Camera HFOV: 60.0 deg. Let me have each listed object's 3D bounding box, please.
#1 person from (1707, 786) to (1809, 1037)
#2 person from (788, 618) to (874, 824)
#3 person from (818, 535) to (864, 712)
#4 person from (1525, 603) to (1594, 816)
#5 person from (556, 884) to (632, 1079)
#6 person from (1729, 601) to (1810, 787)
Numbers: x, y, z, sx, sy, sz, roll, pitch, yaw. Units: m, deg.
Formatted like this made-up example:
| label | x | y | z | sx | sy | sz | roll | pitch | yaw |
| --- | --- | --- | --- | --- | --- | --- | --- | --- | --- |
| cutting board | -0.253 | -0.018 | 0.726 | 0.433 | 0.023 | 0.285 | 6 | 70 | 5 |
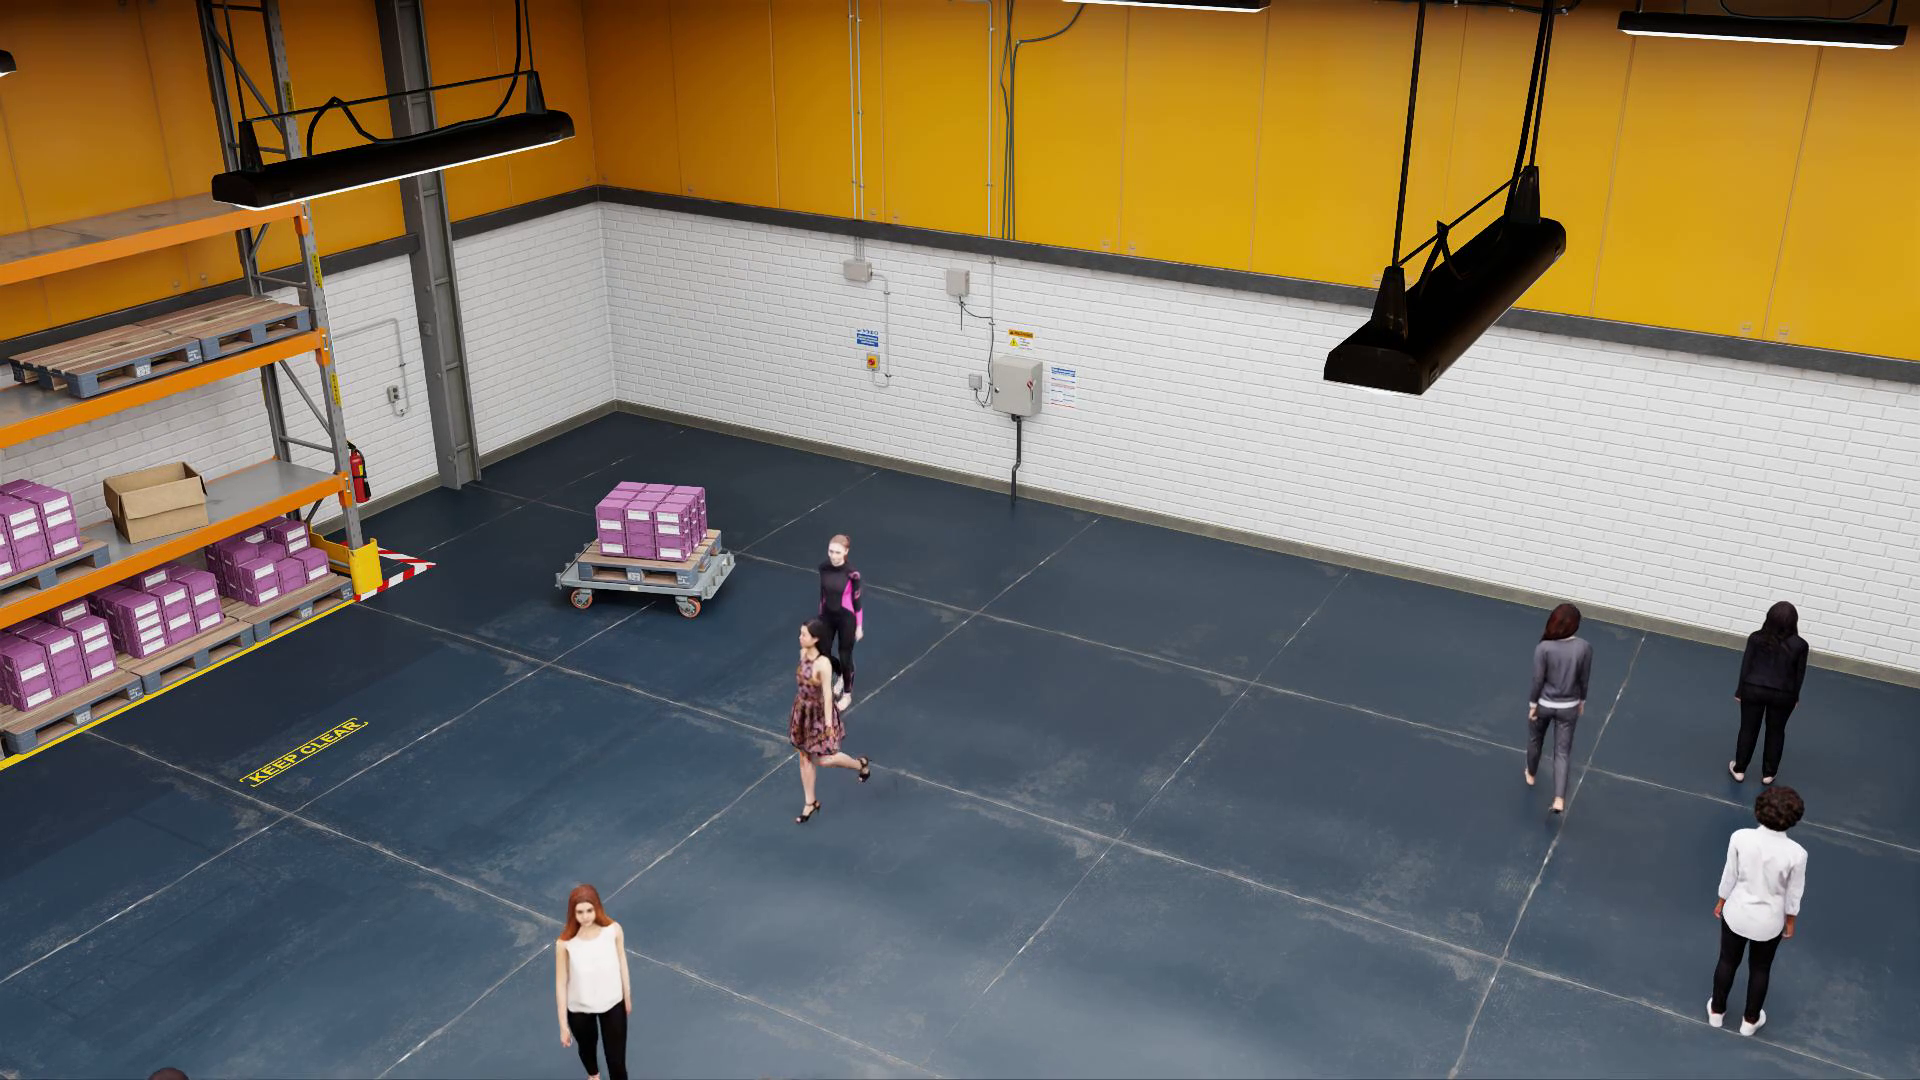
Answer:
| label | x | y | z | sx | sy | sz | roll | pitch | yaw |
| --- | --- | --- | --- | --- | --- | --- | --- | --- | --- |
| person | 5.163 | 2.400 | 10.795 | 0.626 | 1.808 | 0.524 | 14 | 27 | 28 |
| person | -1.070 | 1.409 | 13.123 | 1.053 | 1.758 | 0.885 | -14 | 27 | -29 |
| person | -1.044 | 0.703 | 14.774 | 0.624 | 1.729 | 0.715 | 10 | 26 | 22 |
| person | 4.778 | 1.360 | 13.263 | 0.867 | 1.736 | 1.185 | 4 | 24 | 10 |
| person | -2.228 | 2.787 | 10.071 | 1.032 | 1.678 | 1.087 | -7 | 25 | -16 |
| person | 6.633 | 1.257 | 13.649 | 0.680 | 1.616 | 0.676 | 8 | 25 | 18 |
